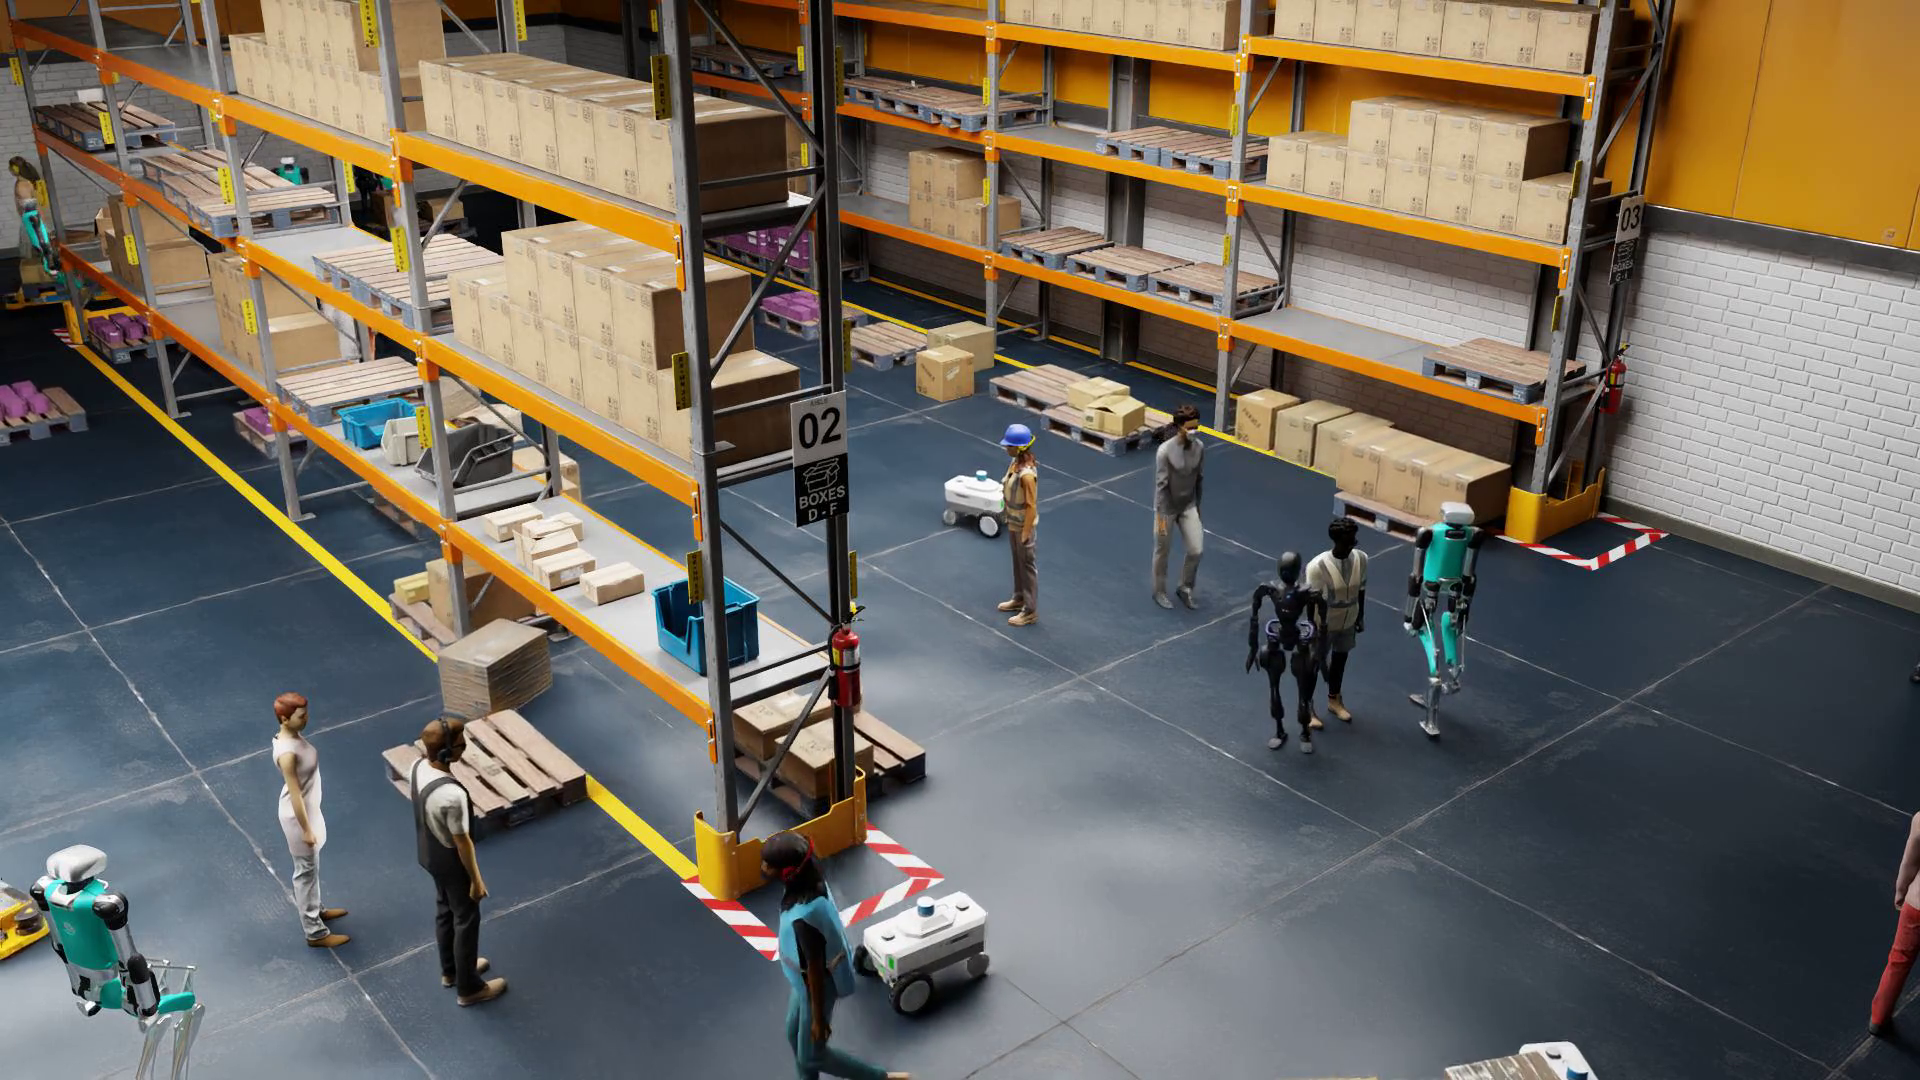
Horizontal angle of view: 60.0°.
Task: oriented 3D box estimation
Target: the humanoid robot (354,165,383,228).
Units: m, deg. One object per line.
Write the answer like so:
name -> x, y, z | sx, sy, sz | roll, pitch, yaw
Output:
humanoid robot -> -9.965, -6.082, 27.932 | 0.599, 1.657, 0.315 | 15, 27, 30

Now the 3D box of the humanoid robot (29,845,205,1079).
humanoid robot -> -4.212, 2.192, 8.547 | 0.533, 1.677, 0.735 | 8, 25, 18

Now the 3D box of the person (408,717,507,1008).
person -> -2.873, 1.827, 9.440 | 0.356, 1.835, 0.521 | -21, 31, -40

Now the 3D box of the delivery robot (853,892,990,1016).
delivery robot -> -0.217, 2.388, 9.777 | 0.818, 0.614, 0.499 | -15, 27, -31

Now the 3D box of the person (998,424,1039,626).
person -> 0.497, -0.134, 14.049 | 0.325, 1.777, 0.466 | -5, 24, -12

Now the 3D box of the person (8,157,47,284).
person -> -13.858, -4.723, 24.583 | 0.747, 1.853, 0.578 | -4, 24, -10

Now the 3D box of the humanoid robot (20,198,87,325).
humanoid robot -> -12.148, -3.730, 22.546 | 0.771, 1.862, 0.546 | -17, 29, -34

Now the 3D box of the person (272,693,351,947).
person -> -3.940, 1.671, 10.019 | 0.283, 1.657, 0.450 | -8, 25, -18

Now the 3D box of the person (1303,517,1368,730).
person -> 2.795, 0.604, 12.445 | 0.533, 1.693, 0.320 | -10, 25, -21

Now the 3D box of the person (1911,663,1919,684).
person -> 7.807, 0.264, 12.951 | 0.547, 1.924, 0.387 | 14, 27, 29

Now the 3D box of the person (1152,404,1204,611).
person -> 1.882, -0.258, 14.210 | 0.554, 1.877, 0.599 | -9, 25, -20

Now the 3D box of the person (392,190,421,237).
person -> -7.825, -4.174, 23.471 | 0.757, 1.716, 0.571 | 4, 24, 8

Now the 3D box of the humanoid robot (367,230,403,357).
humanoid robot -> -7.322, -3.155, 21.184 | 0.612, 1.645, 0.475 | 8, 25, 17

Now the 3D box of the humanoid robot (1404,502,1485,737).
humanoid robot -> 3.641, 0.652, 12.323 | 0.584, 1.782, 0.886 | -4, 24, -10

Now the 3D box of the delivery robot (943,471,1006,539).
delivery robot -> 0.224, -0.367, 16.143 | 0.801, 0.602, 0.499 | 14, 27, 30

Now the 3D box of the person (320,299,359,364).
person -> -7.079, -2.357, 19.072 | 0.396, 1.885, 0.779 | 5, 24, 12

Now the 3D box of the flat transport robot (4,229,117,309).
flat transport robot -> -12.867, -3.542, 23.845 | 1.431, 0.231, 0.659 | -10, 25, -23

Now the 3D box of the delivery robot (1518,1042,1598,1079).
delivery robot -> 3.121, 2.928, 8.495 | 0.499, 0.590, 0.793 | -2, 23, -5

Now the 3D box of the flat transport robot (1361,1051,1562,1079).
flat transport robot -> 2.218, 3.308, 7.983 | 0.659, 0.231, 1.431 | -6, 24, -13

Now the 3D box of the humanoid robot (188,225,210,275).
humanoid robot -> -11.437, -4.598, 24.518 | 0.433, 1.642, 0.608 | 6, 24, 13

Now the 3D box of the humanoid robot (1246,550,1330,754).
humanoid robot -> 2.385, 0.799, 12.024 | 0.609, 1.634, 0.433 | 8, 24, 17

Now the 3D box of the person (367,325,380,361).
person -> -7.143, -2.644, 19.892 | 0.497, 1.759, 0.345 | 17, 28, 33

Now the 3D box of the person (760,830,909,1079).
person -> -0.657, 2.258, 8.446 | 0.651, 1.840, 0.527 | -4, 24, -8

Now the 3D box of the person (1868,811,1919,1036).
person -> 5.384, 2.019, 9.094 | 0.341, 1.758, 0.517 | -19, 30, -37

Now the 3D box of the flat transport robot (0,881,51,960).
flat transport robot -> -6.354, 2.303, 10.310 | 1.431, 0.231, 0.659 | 13, 27, 28

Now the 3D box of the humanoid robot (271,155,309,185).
humanoid robot -> -10.156, -5.032, 25.427 | 0.544, 1.769, 0.799 | -8, 24, -17

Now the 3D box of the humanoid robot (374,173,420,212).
humanoid robot -> -9.677, -6.338, 28.525 | 0.904, 1.804, 0.536 | -4, 24, -9

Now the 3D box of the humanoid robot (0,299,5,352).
humanoid robot -> -12.629, -3.209, 21.293 | 0.601, 1.652, 0.343 | 1, 23, 2
